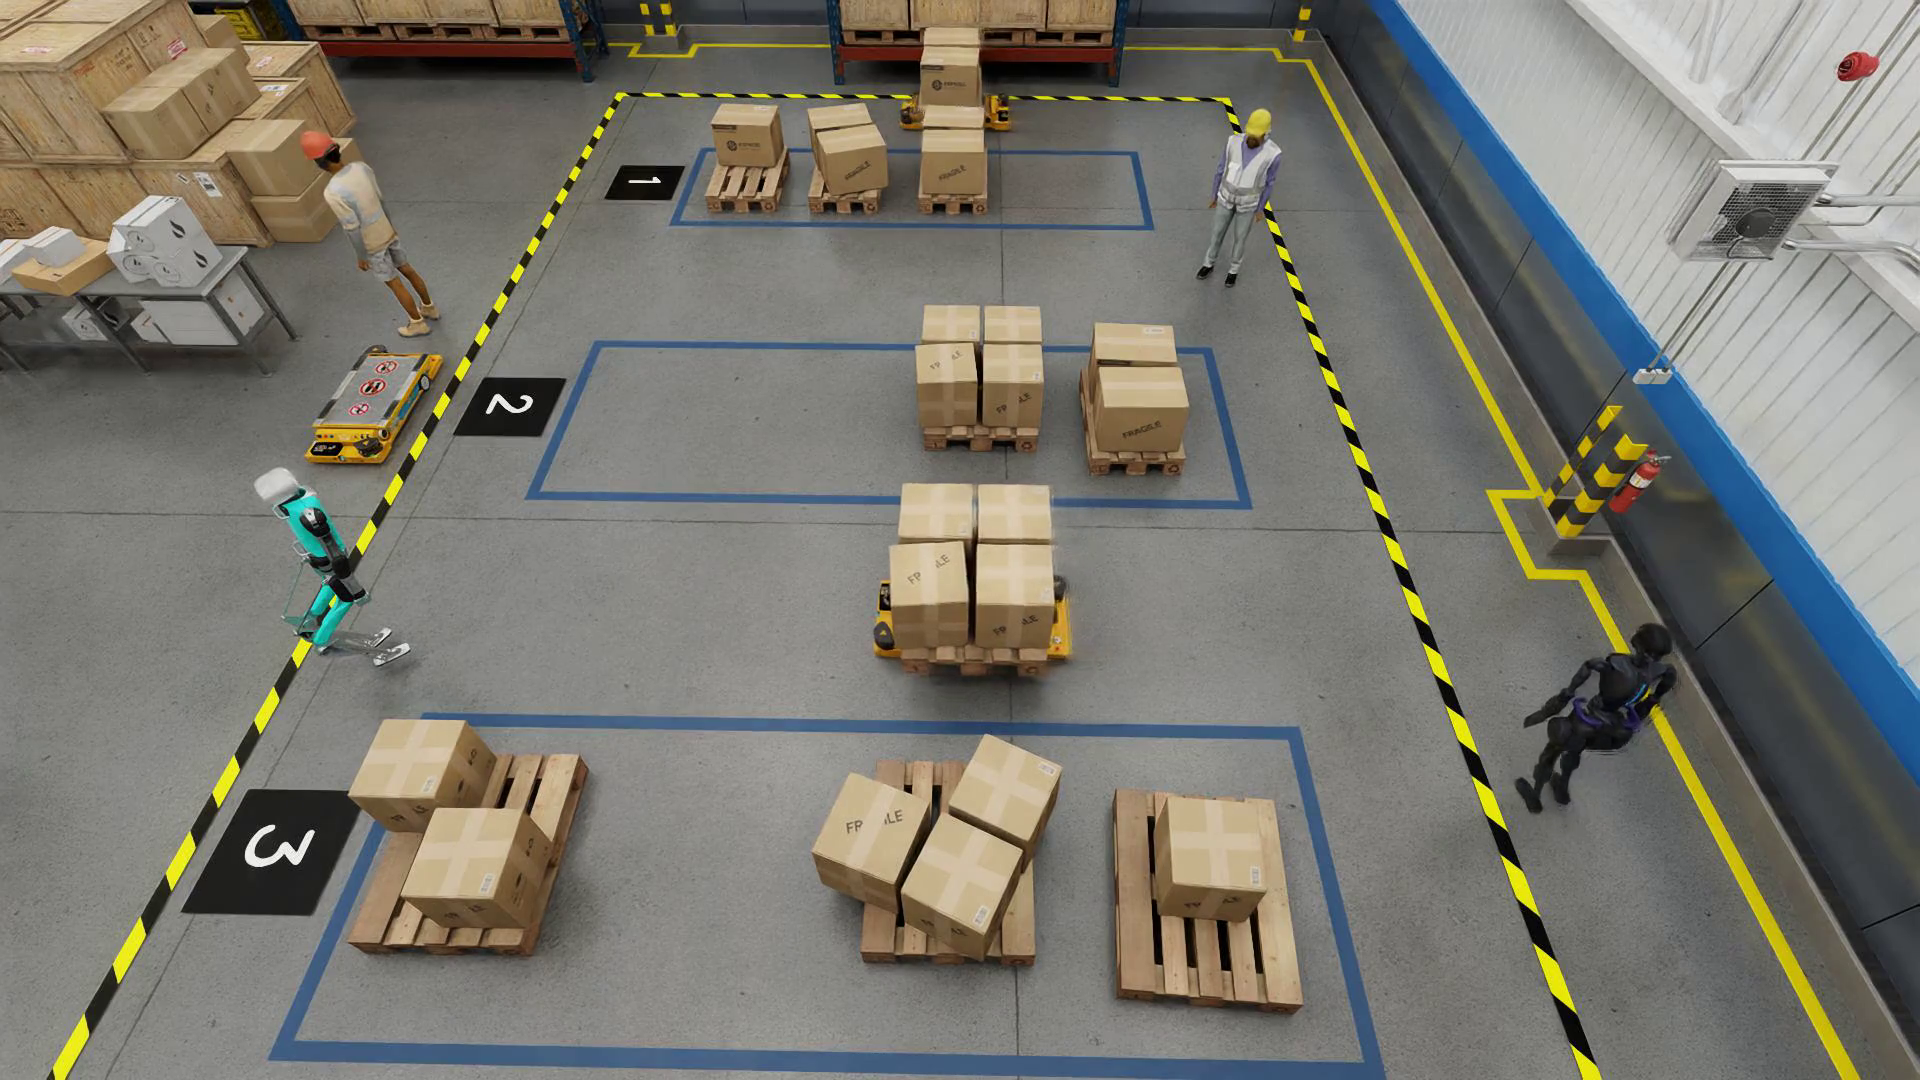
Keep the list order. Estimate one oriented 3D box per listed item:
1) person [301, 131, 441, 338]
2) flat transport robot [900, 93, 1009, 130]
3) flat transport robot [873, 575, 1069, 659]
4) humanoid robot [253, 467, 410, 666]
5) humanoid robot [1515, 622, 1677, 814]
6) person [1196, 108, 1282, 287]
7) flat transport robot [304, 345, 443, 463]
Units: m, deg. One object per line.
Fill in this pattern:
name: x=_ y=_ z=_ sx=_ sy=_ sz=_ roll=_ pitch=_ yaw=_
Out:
person: x=-5.516 y=-2.828 z=8.606 sx=0.386 sy=2.034 sz=0.604 roll=4 pitch=50 yaw=3
flat transport robot: x=-0.067 y=-5.705 z=12.176 sx=1.431 sy=0.197 sz=0.652 roll=1 pitch=50 yaw=1
flat transport robot: x=0.087 y=0.558 z=6.877 sx=1.431 sy=0.197 sz=0.652 roll=1 pitch=50 yaw=1
humanoid robot: x=-4.295 y=0.304 z=6.059 sx=0.533 sy=1.677 sz=0.735 roll=34 pitch=57 yaw=25
humanoid robot: x=3.797 y=1.110 z=5.513 sx=0.591 sy=1.640 sz=0.443 roll=4 pitch=50 yaw=3
person: x=2.810 y=-3.435 z=9.247 sx=0.589 sy=1.834 sz=0.404 roll=23 pitch=54 yaw=18
flat transport robot: x=-5.383 y=-1.269 z=8.441 sx=0.659 sy=0.231 sz=1.431 roll=1 pitch=50 yaw=1
